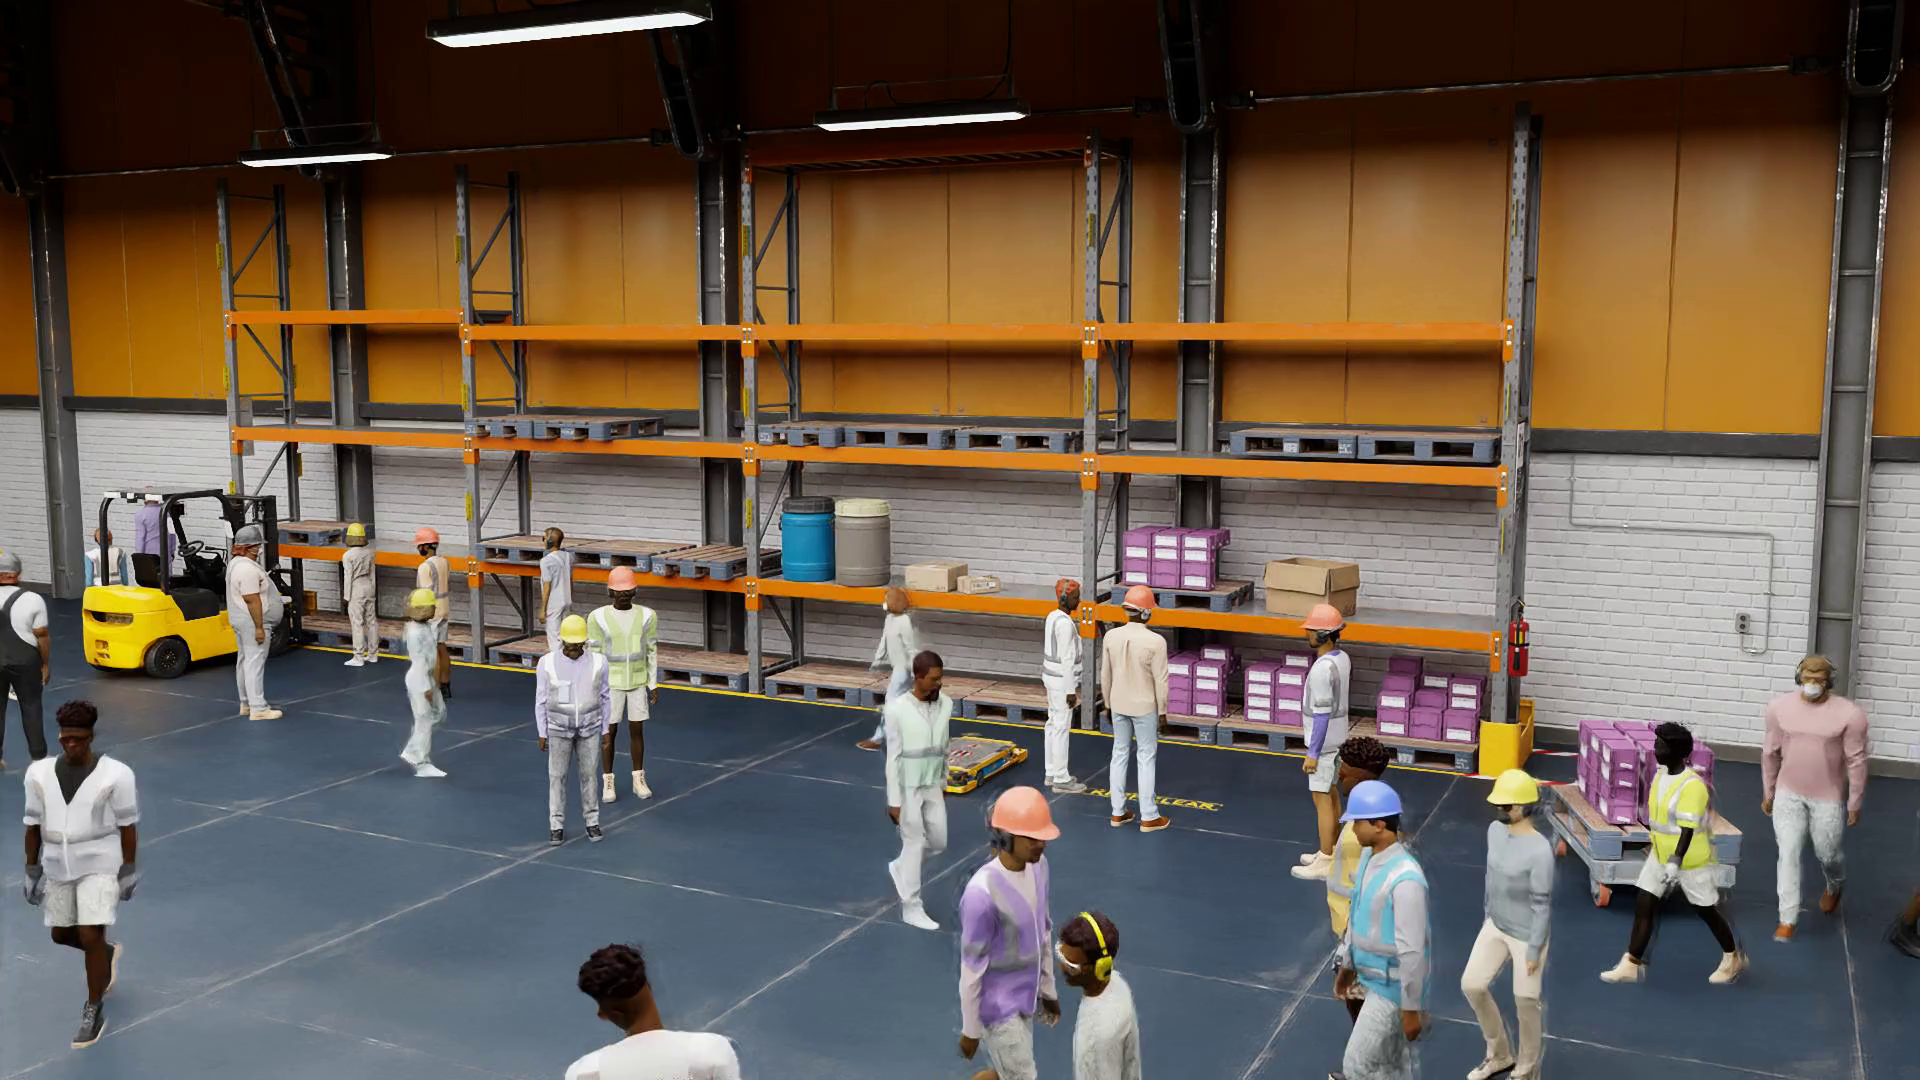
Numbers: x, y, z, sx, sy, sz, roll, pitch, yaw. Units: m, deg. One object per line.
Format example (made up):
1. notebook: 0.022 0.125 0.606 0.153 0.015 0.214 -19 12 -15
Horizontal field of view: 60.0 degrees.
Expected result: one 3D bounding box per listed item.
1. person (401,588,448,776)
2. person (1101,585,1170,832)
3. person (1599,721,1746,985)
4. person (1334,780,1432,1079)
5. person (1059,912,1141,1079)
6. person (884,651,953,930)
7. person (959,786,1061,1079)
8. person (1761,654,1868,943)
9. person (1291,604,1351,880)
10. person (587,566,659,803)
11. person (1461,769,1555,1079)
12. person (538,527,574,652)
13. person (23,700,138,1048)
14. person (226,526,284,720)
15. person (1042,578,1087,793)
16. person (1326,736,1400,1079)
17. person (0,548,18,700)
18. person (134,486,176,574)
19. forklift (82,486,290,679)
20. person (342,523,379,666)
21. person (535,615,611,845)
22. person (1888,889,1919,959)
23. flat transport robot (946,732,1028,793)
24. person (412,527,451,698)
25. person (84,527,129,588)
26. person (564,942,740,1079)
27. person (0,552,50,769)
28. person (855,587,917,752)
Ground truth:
1. person: -4.861 1.297 15.100 0.352 1.735 0.499 0 7 -4
2. person: 1.436 1.358 13.517 0.613 1.995 0.390 6 9 40
3. person: 4.443 1.931 10.216 0.894 1.650 0.534 -1 7 -10
4. person: 2.005 2.086 7.847 0.465 1.917 0.607 0 7 1
5. person: 0.571 2.306 6.364 0.439 1.843 0.576 0 7 2
6. person: -0.325 1.671 11.345 0.623 1.897 0.541 -6 9 -43
7. person: 0.133 2.073 7.581 0.862 2.013 0.603 3 8 26
8. person: 5.708 1.688 11.123 0.639 1.919 0.771 6 9 40
9. person: 2.669 1.484 12.287 0.375 2.044 0.607 3 8 25
10. person: -2.893 1.234 14.352 0.607 2.044 0.376 -3 8 -25
11. person: 2.855 2.058 8.694 0.450 1.751 0.546 -2 7 -19
12. person: -4.624 0.765 19.033 0.345 1.847 0.507 3 8 25
13. person: -5.053 1.857 9.625 0.615 1.942 0.807 0 7 -3
14. person: -7.398 0.856 17.484 0.538 2.000 0.684 -5 9 -37
15. person: 0.910 1.275 14.665 0.358 1.885 0.572 -1 7 -9
16. person: 2.063 1.974 8.553 0.367 1.966 0.606 3 8 25
17. person: -10.533 0.910 18.166 0.310 1.769 0.522 3 8 24
18. person: -11.421 0.183 23.576 0.409 1.913 0.642 3 8 25
19. forklift: -9.426 0.454 20.179 1.214 2.155 2.313 3 8 26
20. person: -7.346 0.661 20.318 0.294 1.744 0.487 3 8 25
21. person: -3.049 1.488 13.145 0.586 1.826 0.403 -3 7 -20
22. person: 6.348 1.774 10.466 0.548 1.906 0.855 -4 8 -28
23. flat transport robot: 0.035 2.016 15.148 0.652 0.197 1.431 3 8 26
24. person: -5.791 0.817 18.225 0.353 1.939 0.544 1 7 7
25. person: -10.649 0.657 20.773 0.310 1.638 0.523 6 9 40
26. person: -0.973 2.340 5.735 0.739 1.928 0.369 0 7 -2
27. person: -8.760 1.115 15.346 0.690 2.000 0.535 -2 7 -17
28. person: -0.604 1.244 16.121 0.843 1.590 0.508 -2 7 -18
